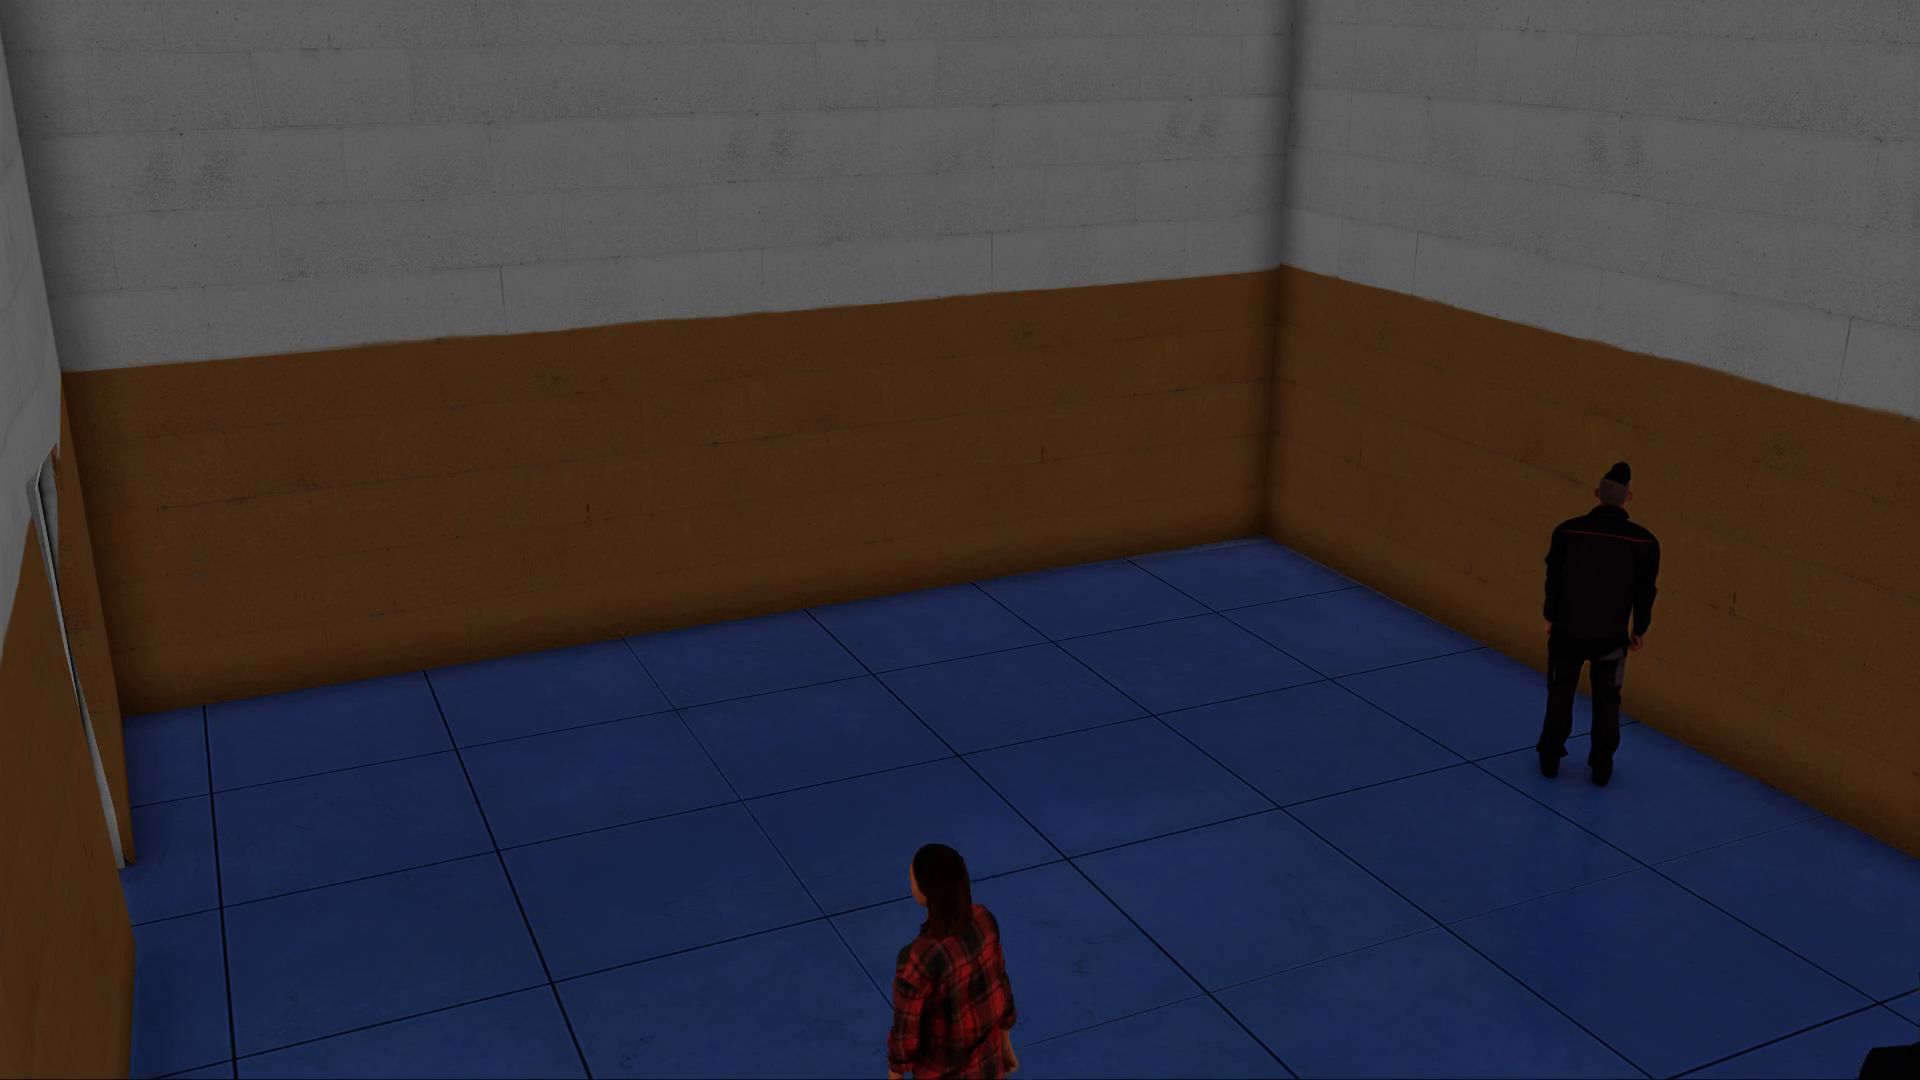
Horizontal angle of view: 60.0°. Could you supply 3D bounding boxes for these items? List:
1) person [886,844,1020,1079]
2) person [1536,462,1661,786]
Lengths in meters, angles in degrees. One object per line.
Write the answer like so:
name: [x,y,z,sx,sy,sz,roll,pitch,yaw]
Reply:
person: [0.063,1.819,5.529,0.980,1.661,1.044,15,23,37]
person: [3.518,0.448,9.241,0.817,1.862,0.878,6,20,18]
